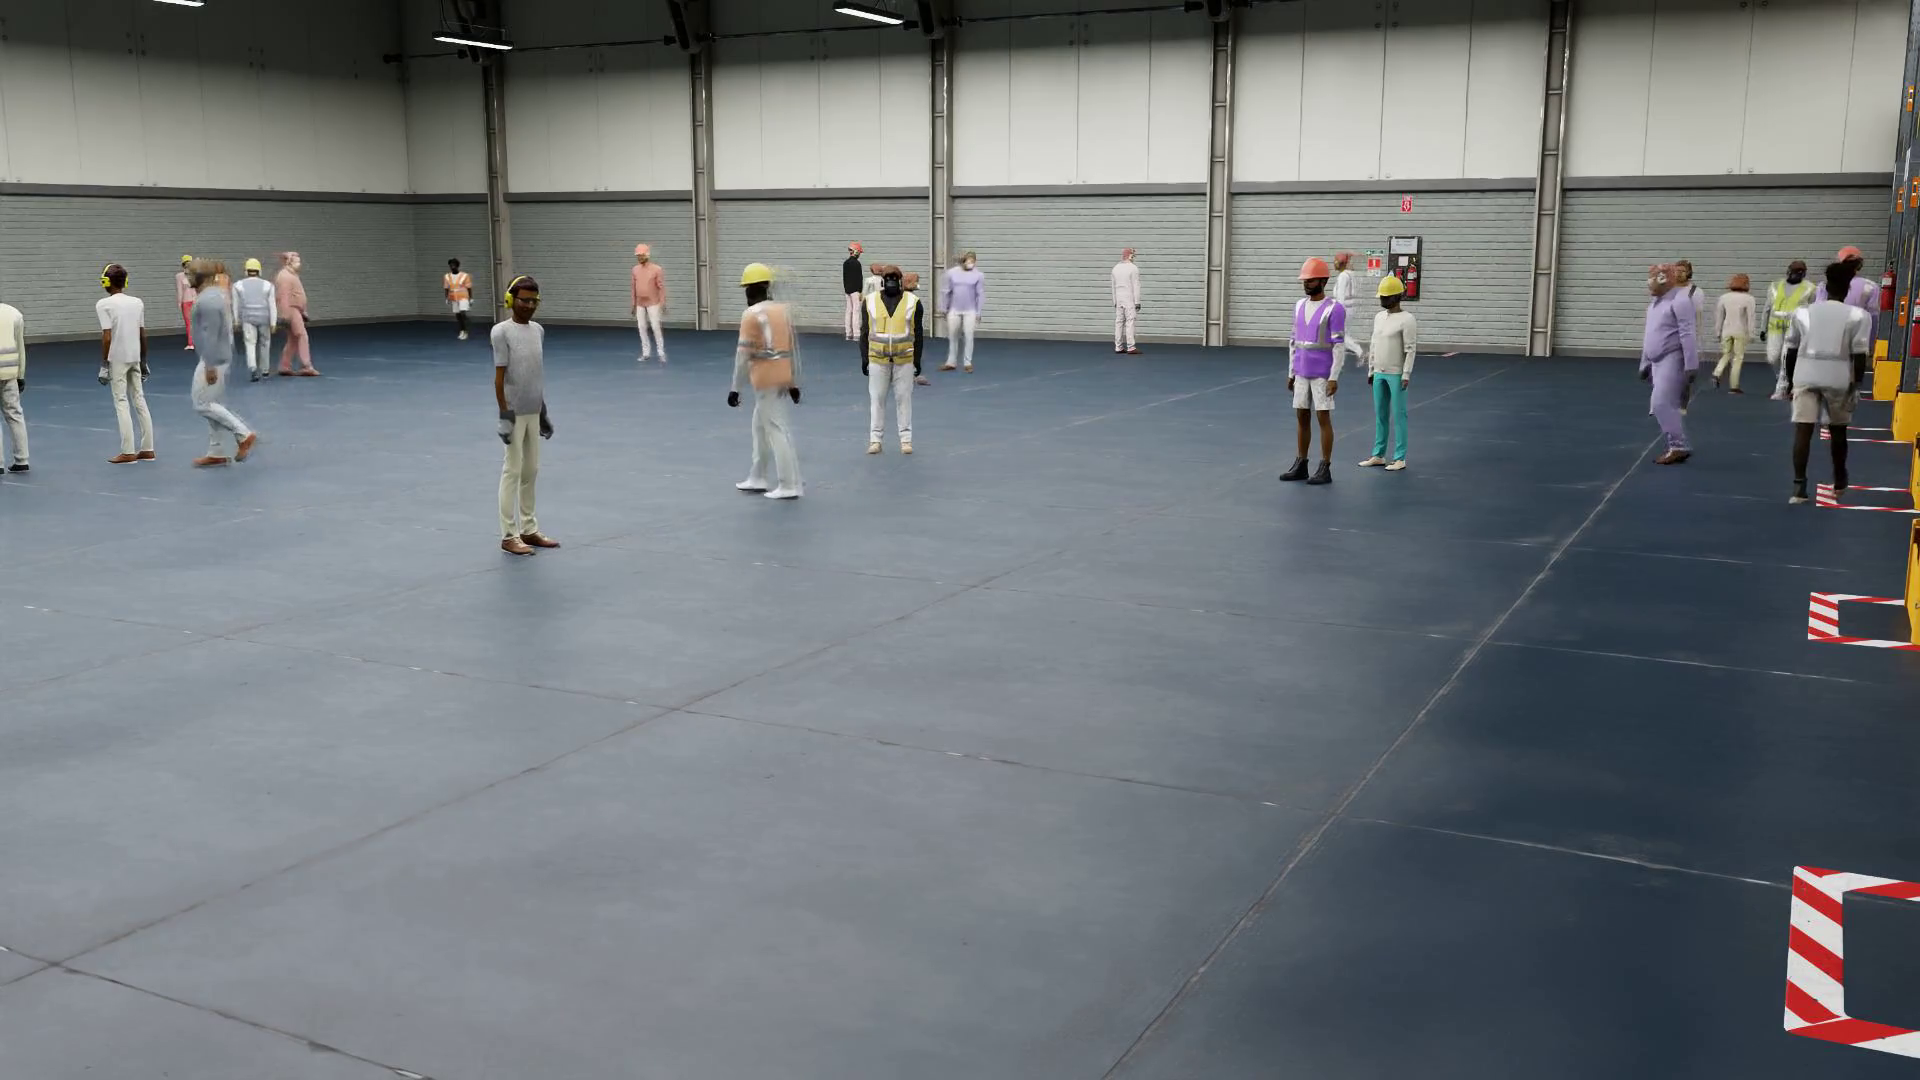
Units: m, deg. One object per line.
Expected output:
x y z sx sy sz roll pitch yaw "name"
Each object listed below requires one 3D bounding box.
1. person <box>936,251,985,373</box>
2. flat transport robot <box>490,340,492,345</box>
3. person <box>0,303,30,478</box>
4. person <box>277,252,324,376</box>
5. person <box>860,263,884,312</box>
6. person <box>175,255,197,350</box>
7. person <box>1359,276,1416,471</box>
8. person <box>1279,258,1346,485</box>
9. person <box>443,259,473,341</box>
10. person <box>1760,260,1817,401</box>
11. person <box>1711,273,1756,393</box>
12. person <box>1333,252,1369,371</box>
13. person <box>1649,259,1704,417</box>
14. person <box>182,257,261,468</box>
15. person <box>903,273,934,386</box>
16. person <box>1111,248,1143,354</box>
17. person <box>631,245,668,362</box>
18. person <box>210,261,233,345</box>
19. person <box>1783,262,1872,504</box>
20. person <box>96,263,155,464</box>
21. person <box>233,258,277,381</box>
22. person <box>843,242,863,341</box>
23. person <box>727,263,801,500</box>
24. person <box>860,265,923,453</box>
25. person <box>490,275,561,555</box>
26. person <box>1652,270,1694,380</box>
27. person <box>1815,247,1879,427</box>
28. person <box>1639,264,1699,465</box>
0.013 -3.540 25.843 0.781 1.894 0.454 3 11 14 "person"
-8.507 -3.767 31.504 0.652 0.197 1.431 -4 11 -20 "flat transport robot"
-8.525 -1.458 14.652 0.403 1.830 0.601 4 11 21 "person"
-10.056 -3.401 25.129 0.674 1.878 0.662 -3 11 -15 "person"
-1.596 -4.297 30.719 0.528 1.617 0.666 -7 13 -34 "person"
-14.345 -4.426 31.015 0.328 1.767 0.530 9 14 41 "person"
3.907 -1.512 15.152 0.328 1.759 0.524 -6 12 -28 "person"
3.030 -1.447 14.302 0.357 1.937 0.551 -8 13 -38 "person"
-10.160 -4.848 33.614 0.525 1.644 0.844 2 11 9 "person"
10.767 -2.724 21.599 0.648 1.820 0.654 9 14 42 "person"
10.445 -2.776 22.412 0.383 1.620 0.512 -7 12 -32 "person"
6.067 -3.567 26.053 0.603 1.868 0.592 2 11 12 "person"
8.445 -2.368 19.576 0.505 1.847 0.346 9 14 41 "person"
-6.806 -1.610 15.211 0.509 1.926 0.646 -5 11 -24 "person"
-0.772 -2.983 23.584 0.726 1.607 0.501 3 11 17 "person"
3.021 -4.291 29.915 0.408 1.903 0.638 -9 13 -39 "person"
-5.228 -3.980 28.104 0.736 1.964 0.371 4 11 21 "person"
-14.271 -4.567 32.121 0.309 1.645 0.514 3 11 15 "person"
6.982 -1.274 13.425 0.630 1.910 1.004 7 13 35 "person"
-7.840 -1.646 15.579 0.310 1.868 0.532 4 11 21 "person"
-10.368 -3.242 24.471 0.592 1.805 0.875 -4 11 -19 "person"
-2.136 -5.036 33.739 0.388 1.987 0.608 -7 13 -35 "person"
-1.637 -1.282 13.511 0.837 1.891 0.595 4 11 23 "person"
-0.670 -1.757 16.287 0.631 1.847 0.429 0 10 0 "person"
-2.928 -0.841 11.208 0.335 1.865 0.520 4 11 22 "person"
9.701 -2.880 22.665 0.532 1.741 0.521 -8 13 -36 "person"
9.673 -2.198 18.225 0.644 1.991 0.985 5 11 24 "person"
6.610 -1.630 15.511 0.501 1.866 0.661 0 10 1 "person"
